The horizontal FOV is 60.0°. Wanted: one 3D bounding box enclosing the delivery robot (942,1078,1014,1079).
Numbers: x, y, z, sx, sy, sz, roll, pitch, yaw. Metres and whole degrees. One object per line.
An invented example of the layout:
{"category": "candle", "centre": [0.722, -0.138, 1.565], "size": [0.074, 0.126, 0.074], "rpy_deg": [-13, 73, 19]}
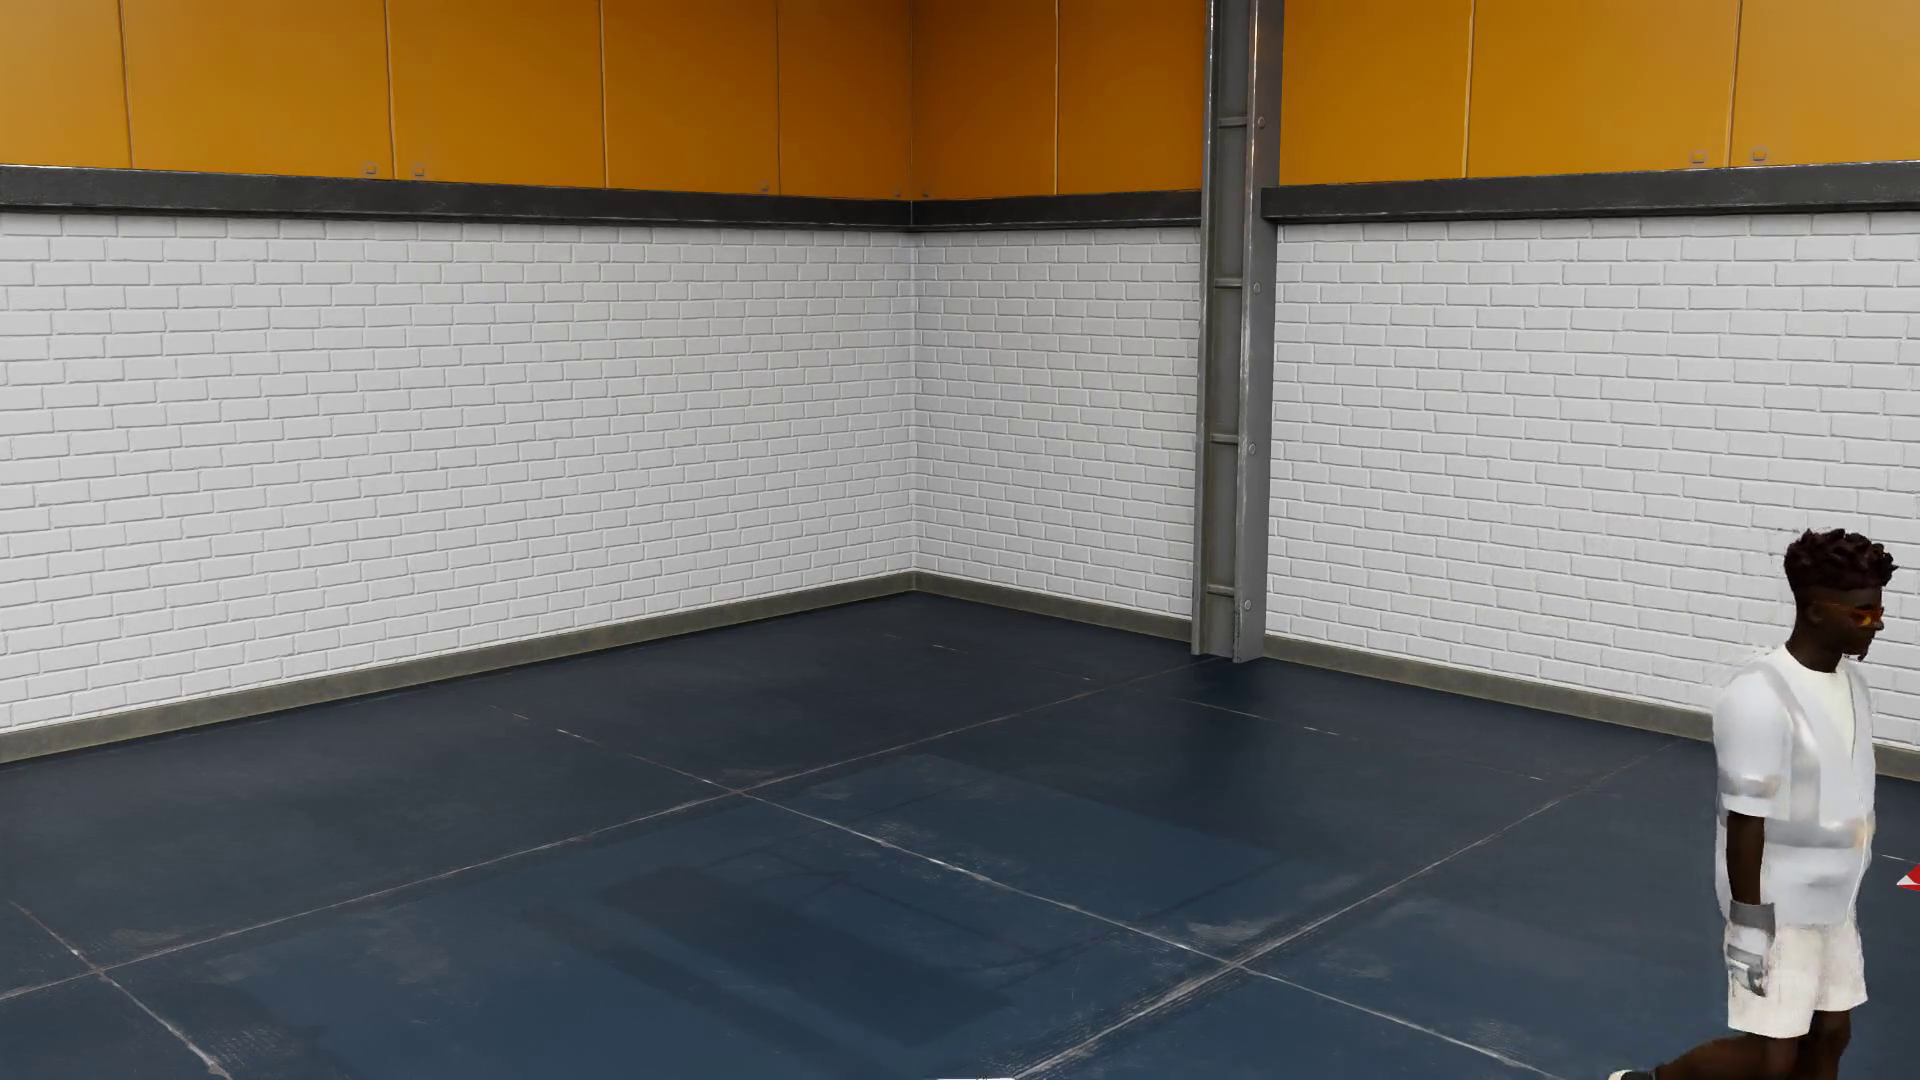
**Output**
{"category": "delivery robot", "centre": [0.035, 1.613, 4.177], "size": [0.477, 0.478, 0.707], "rpy_deg": [0, 9, -2]}

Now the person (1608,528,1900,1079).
{"category": "person", "centre": [2.171, 0.921, 4.426], "size": [0.630, 1.951, 0.657], "rpy_deg": [-6, 11, -34]}
